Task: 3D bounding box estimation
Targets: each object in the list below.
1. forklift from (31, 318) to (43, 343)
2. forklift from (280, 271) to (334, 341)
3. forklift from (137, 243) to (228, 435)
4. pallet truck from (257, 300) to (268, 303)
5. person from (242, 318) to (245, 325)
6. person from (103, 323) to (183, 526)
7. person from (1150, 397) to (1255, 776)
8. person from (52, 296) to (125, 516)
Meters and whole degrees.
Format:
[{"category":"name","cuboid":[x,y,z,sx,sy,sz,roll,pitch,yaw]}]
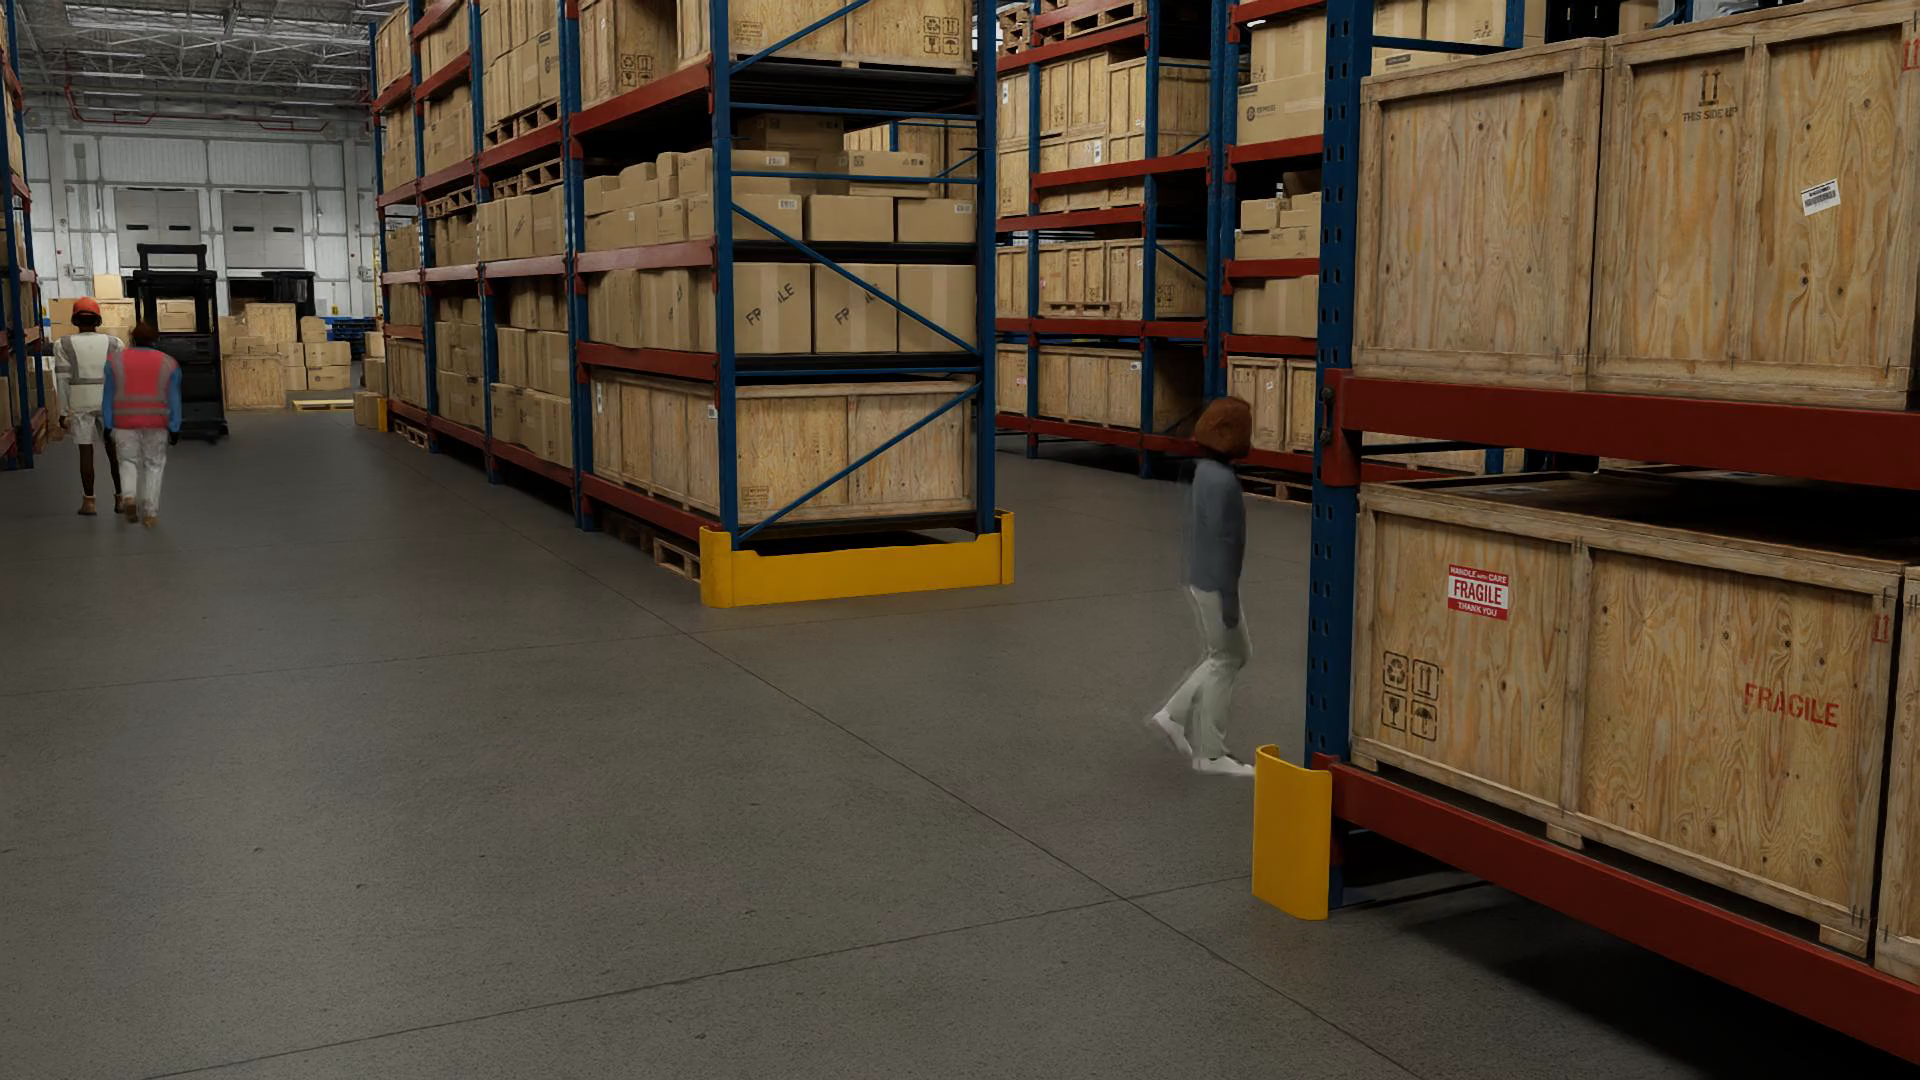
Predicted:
[{"category":"forklift","cuboid":[-30.579,-7.277,54.267,1.129,2.768,1.873,-4,9,-26]},{"category":"forklift","cuboid":[-19.063,-6.376,48.057,1.873,2.768,1.129,6,10,37]},{"category":"forklift","cuboid":[-11.575,-2.976,24.613,1.129,2.768,1.873,-4,9,-26]},{"category":"pallet truck","cuboid":[-23.913,-7.404,58.171,1.885,1.965,0.823,-1,8,-9]},{"category":"person","cuboid":[-16.558,-4.593,39.093,0.592,1.915,0.391,-8,11,-44]},{"category":"person","cuboid":[-7.219,-1.007,14.727,0.667,1.813,0.511,-4,9,-24]},{"category":"person","cuboid":[1.080,0.202,7.012,0.397,1.617,0.523,0,8,3]},{"category":"person","cuboid":[-8.117,-1.248,15.561,0.609,2.044,0.397,-6,10,-35]}]
